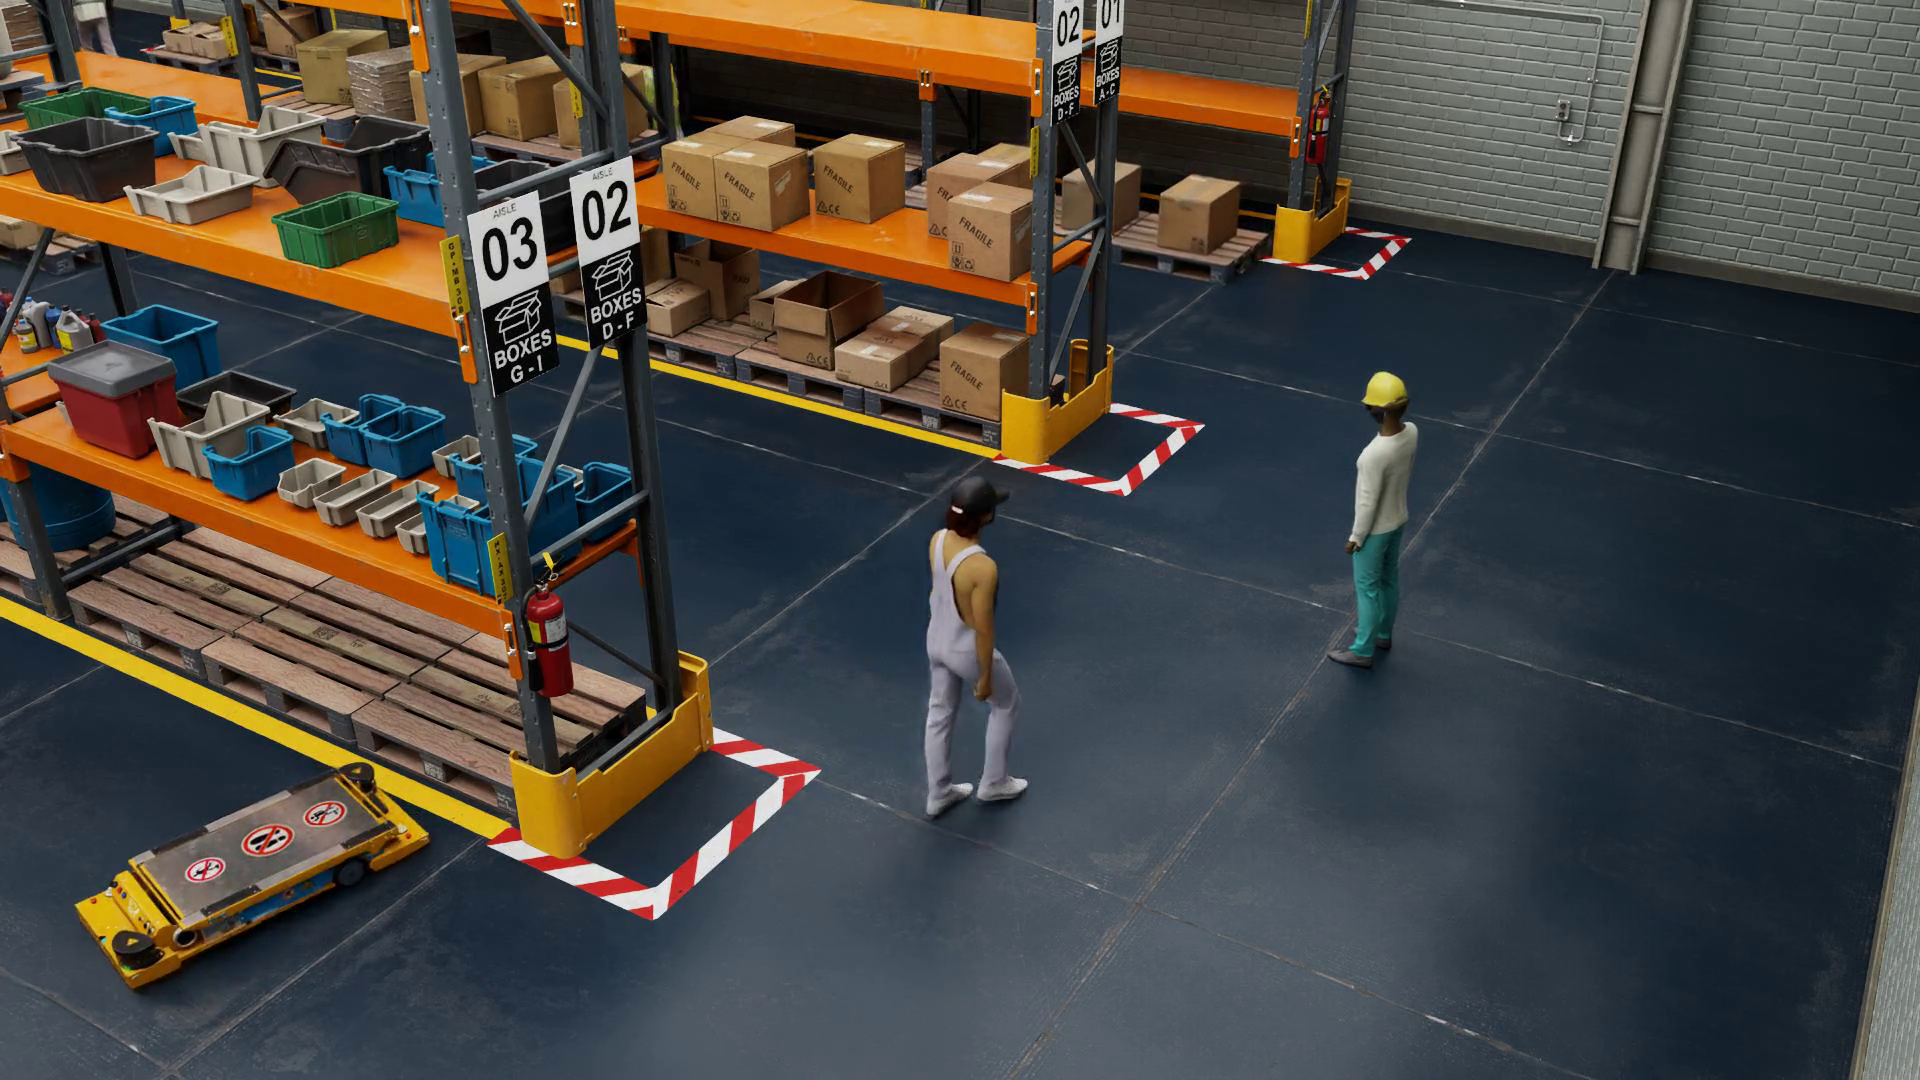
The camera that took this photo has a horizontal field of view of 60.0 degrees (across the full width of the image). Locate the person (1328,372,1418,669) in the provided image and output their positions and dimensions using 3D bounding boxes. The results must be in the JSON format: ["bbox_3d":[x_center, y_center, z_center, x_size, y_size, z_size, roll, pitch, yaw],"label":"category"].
[{"bbox_3d":[2.312,-0.103,9.289,0.336,1.758,0.526,23,36,35],"label":"person"}]

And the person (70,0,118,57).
[{"bbox_3d":[-10.859,-6.538,20.799,0.589,1.795,0.978,-24,37,-36],"label":"person"}]

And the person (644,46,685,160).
[{"bbox_3d":[-3.012,-4.133,16.612,0.807,1.672,0.529,17,33,28],"label":"person"}]

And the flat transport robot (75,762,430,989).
[{"bbox_3d":[-3.327,1.544,7.862,1.431,0.231,0.659,-25,38,-37],"label":"flat transport robot"}]

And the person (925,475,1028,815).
[{"bbox_3d":[0.071,0.502,8.113,0.661,1.841,0.516,-26,38,-38],"label":"person"}]
